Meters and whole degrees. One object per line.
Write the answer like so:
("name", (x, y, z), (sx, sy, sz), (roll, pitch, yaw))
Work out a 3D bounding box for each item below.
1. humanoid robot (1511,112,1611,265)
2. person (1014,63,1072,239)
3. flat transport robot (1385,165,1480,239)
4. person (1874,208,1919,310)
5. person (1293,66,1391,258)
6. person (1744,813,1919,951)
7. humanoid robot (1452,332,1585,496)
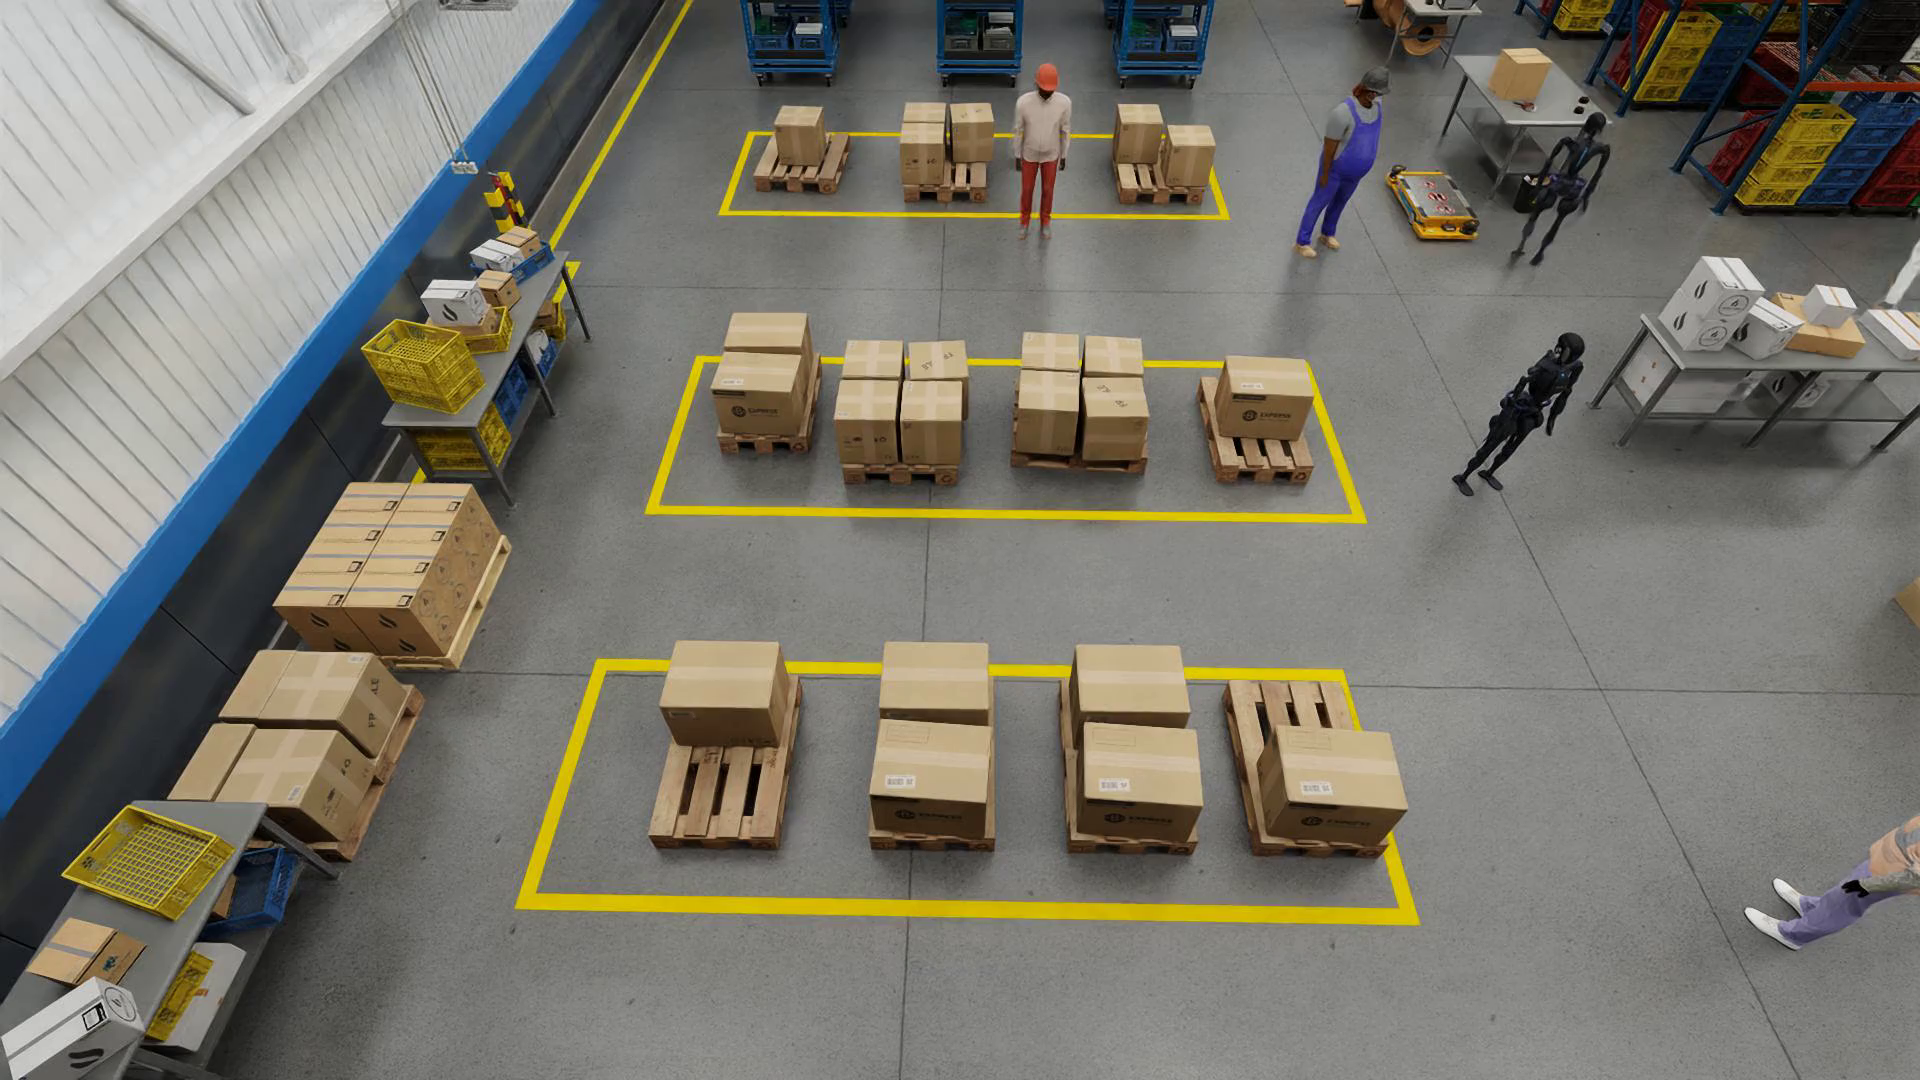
("humanoid robot", (6.503, -3.760, 9.855), (0.610, 1.643, 0.392), (24, 53, 19))
("person", (0.891, -4.220, 10.062), (0.605, 1.977, 0.431), (1, 49, 1))
("flat transport robot", (5.692, -4.094, 11.059), (0.652, 0.197, 1.431), (1, 49, 1))
("person", (10.077, -3.217, 9.283), (0.588, 1.840, 0.977), (26, 54, 21))
("person", (4.164, -4.037, 9.857), (0.682, 2.000, 0.535), (-23, 53, -18))
("person", (5.073, 1.729, 4.946), (0.584, 1.918, 0.373), (-24, 53, -19))
("humanoid robot", (4.591, -1.006, 7.472), (0.569, 1.651, 0.332), (-11, 50, -9))
